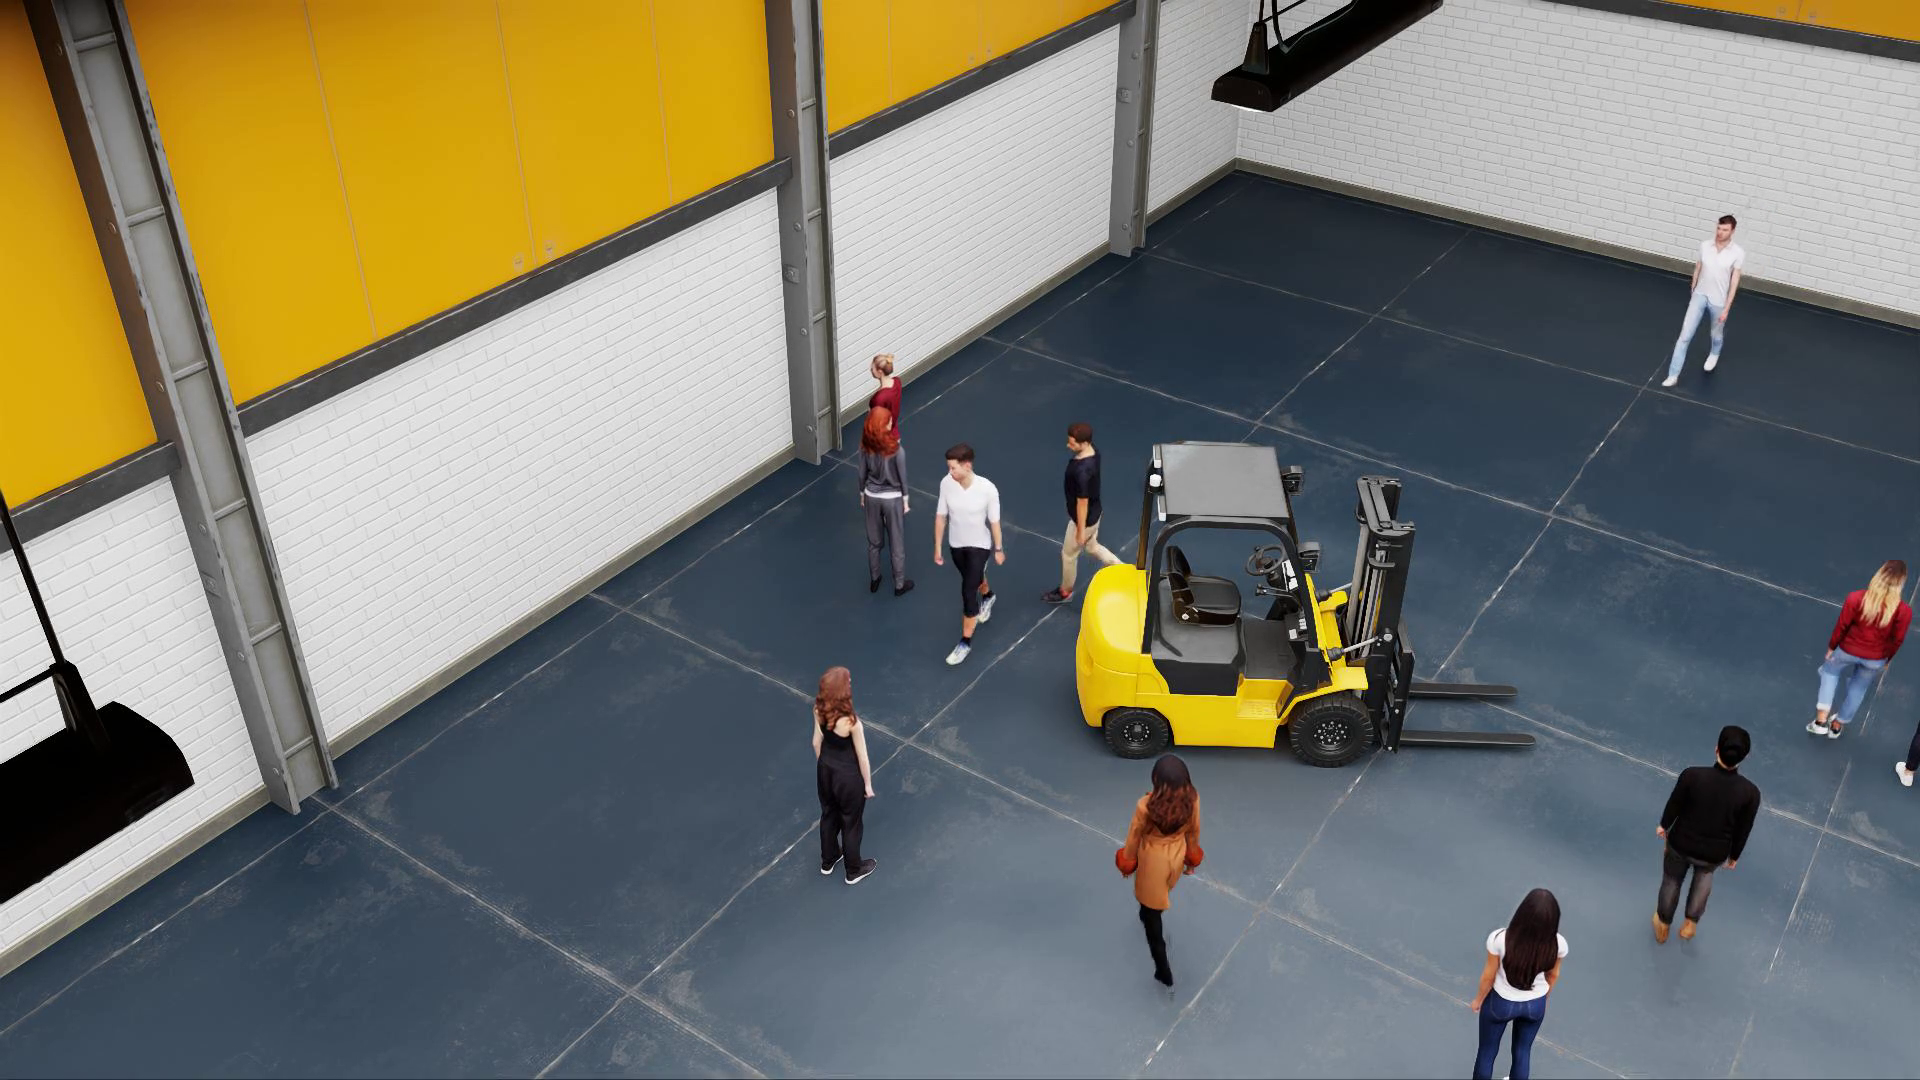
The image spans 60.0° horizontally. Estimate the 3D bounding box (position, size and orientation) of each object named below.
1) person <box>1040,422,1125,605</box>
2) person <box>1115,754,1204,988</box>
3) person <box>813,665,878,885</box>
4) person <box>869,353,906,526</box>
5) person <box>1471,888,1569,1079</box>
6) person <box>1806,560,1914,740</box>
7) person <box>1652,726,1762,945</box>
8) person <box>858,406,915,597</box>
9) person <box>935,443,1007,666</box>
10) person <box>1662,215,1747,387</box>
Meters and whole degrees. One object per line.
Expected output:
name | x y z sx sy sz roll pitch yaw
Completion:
person | 1.104 -0.179 13.683 1.012 1.818 1.124 9 35 14
person | 1.275 2.070 10.403 1.075 1.703 1.116 -8 35 -12
person | -0.811 1.563 11.127 0.594 1.746 0.505 19 38 27
person | -0.663 -0.910 14.888 0.726 1.702 0.543 11 35 17
person | 3.157 2.652 9.462 0.666 1.775 0.685 1 34 2
person | 6.658 0.870 12.281 0.654 1.622 0.722 14 36 20
person | 4.710 1.944 10.585 0.726 1.711 0.703 10 35 15
person | -0.639 -0.319 13.926 0.634 1.781 0.587 11 35 16
person | 0.105 -0.002 13.428 0.795 1.805 1.229 14 36 20
person | 7.789 -2.479 17.155 0.707 1.805 1.264 25 41 32
